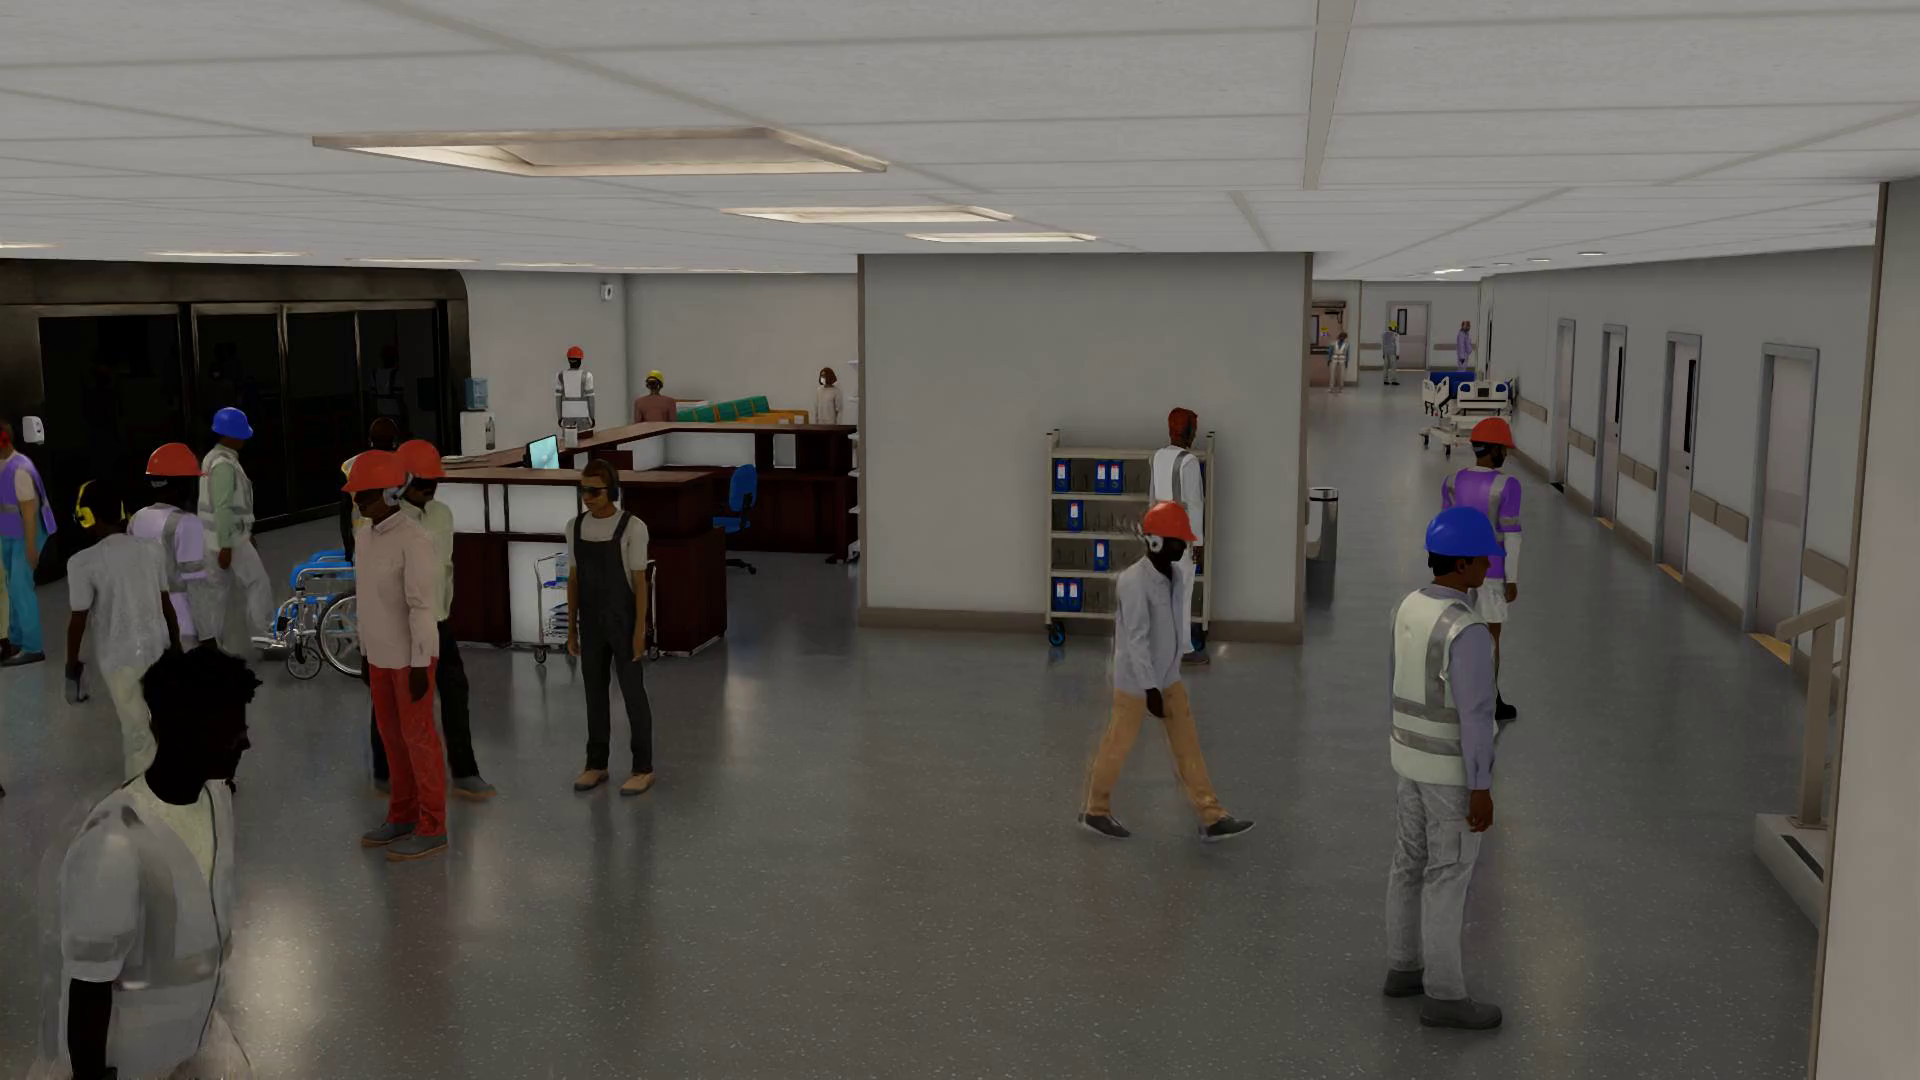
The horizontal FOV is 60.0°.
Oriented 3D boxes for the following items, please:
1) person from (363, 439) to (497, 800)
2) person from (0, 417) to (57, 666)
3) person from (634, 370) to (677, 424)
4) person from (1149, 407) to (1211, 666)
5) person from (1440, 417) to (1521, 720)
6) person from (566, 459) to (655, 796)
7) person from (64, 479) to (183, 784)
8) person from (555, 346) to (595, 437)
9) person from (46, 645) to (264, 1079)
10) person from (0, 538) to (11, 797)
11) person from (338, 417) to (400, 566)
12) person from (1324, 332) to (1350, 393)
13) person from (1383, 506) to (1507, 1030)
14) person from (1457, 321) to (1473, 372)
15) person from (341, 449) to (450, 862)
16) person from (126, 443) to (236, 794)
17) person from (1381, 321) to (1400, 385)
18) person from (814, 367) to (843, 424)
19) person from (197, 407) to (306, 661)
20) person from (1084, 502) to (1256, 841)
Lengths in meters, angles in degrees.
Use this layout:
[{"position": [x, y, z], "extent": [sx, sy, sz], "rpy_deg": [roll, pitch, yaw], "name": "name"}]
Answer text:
[{"position": [-2.814, 0.446, 8.802], "extent": [0.862, 1.953, 0.632], "rpy_deg": [5, 10, 29], "name": "person"}, {"position": [-6.901, 0.000, 12.197], "extent": [0.615, 1.821, 0.486], "rpy_deg": [7, 11, 40], "name": "person"}, {"position": [-3.719, -1.197, 20.372], "extent": [0.526, 1.758, 0.341], "rpy_deg": [0, 9, -3], "name": "person"}, {"position": [1.600, -0.026, 12.166], "extent": [0.356, 1.887, 0.574], "rpy_deg": [-4, 10, -27], "name": "person"}, {"position": [3.336, 0.182, 10.636], "extent": [0.384, 1.930, 0.547], "rpy_deg": [-7, 11, -41], "name": "person"}, {"position": [-1.908, 0.472, 9.037], "extent": [0.503, 1.837, 0.342], "rpy_deg": [3, 9, 20], "name": "person"}, {"position": [-4.130, 0.610, 8.128], "extent": [0.889, 1.827, 0.536], "rpy_deg": [4, 10, 26], "name": "person"}, {"position": [-5.474, -1.794, 23.731], "extent": [0.552, 1.935, 0.374], "rpy_deg": [0, 9, 1], "name": "person"}, {"position": [-2.003, 1.199, 4.077], "extent": [1.084, 1.891, 0.682], "rpy_deg": [1, 9, 5], "name": "person"}, {"position": [-5.383, 0.501, 8.841], "extent": [0.600, 1.831, 0.404], "rpy_deg": [-6, 10, -34], "name": "person"}, {"position": [-4.104, 0.038, 11.930], "extent": [0.630, 1.835, 0.429], "rpy_deg": [-3, 9, -19], "name": "person"}, {"position": [9.982, -4.701, 44.104], "extent": [0.645, 1.611, 0.321], "rpy_deg": [2, 9, 15], "name": "person"}, {"position": [1.813, 0.838, 6.226], "extent": [0.389, 1.947, 0.614], "rpy_deg": [-2, 9, -12], "name": "person"}, {"position": [13.468, -4.895, 44.415], "extent": [0.407, 1.905, 0.655], "rpy_deg": [3, 9, 21], "name": "person"}, {"position": [-2.737, 0.551, 8.025], "extent": [0.609, 1.986, 0.410], "rpy_deg": [7, 11, 41], "name": "person"}, {"position": [-4.178, 0.444, 8.921], "extent": [0.546, 1.931, 0.378], "rpy_deg": [5, 10, 31], "name": "person"}, {"position": [12.364, -5.350, 47.683], "extent": [0.404, 1.829, 0.592], "rpy_deg": [-7, 11, -38], "name": "person"}, {"position": [-1.889, -1.650, 23.781], "extent": [0.498, 1.634, 0.281], "rpy_deg": [6, 11, 37], "name": "person"}, {"position": [-5.200, -0.023, 12.111], "extent": [0.796, 1.893, 0.594], "rpy_deg": [-7, 11, -37], "name": "person"}, {"position": [0.996, 0.667, 8.162], "extent": [0.896, 1.704, 0.583], "rpy_deg": [7, 11, 38], "name": "person"}]
